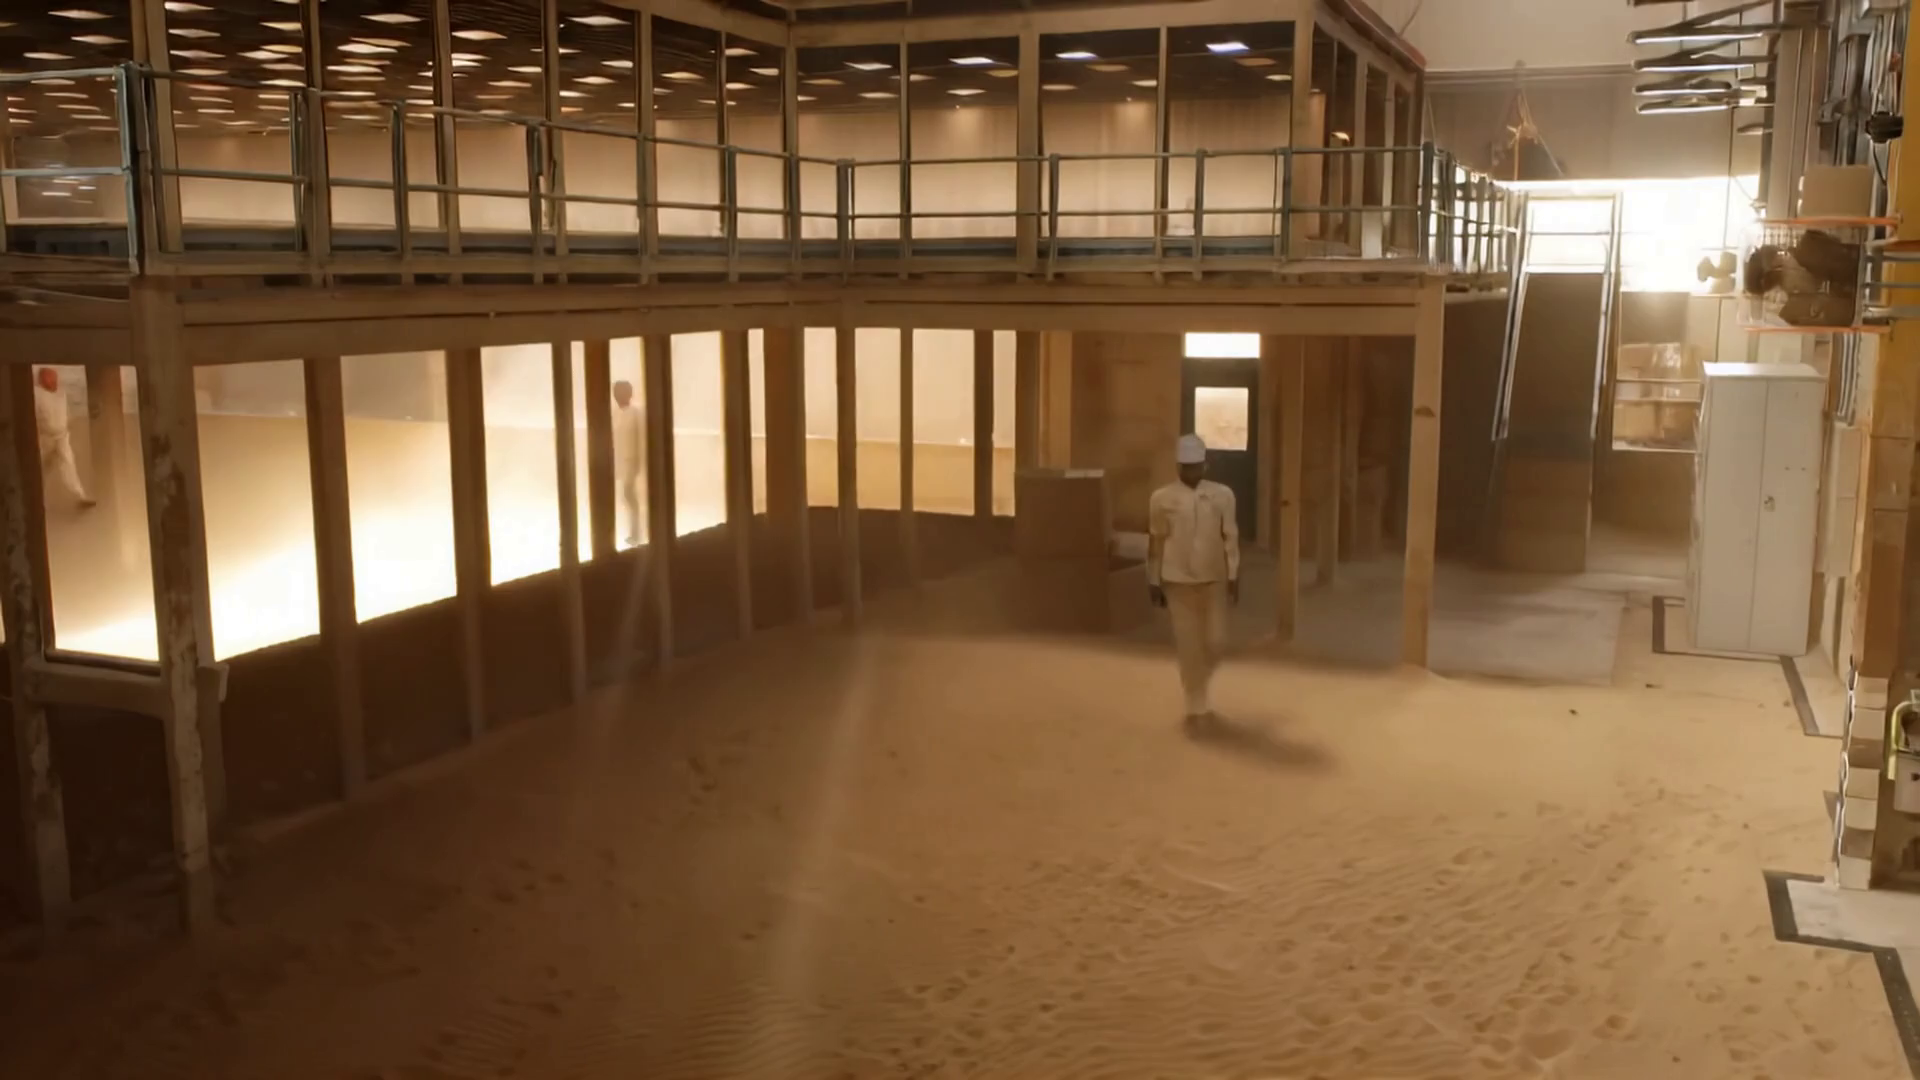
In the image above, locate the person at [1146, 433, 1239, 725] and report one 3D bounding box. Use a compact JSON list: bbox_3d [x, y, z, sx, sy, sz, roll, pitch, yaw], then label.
[{"bbox_3d":[1.582,0.235,11.419,0.625,1.971,0.748,0,9,-3],"label":"person"}]
